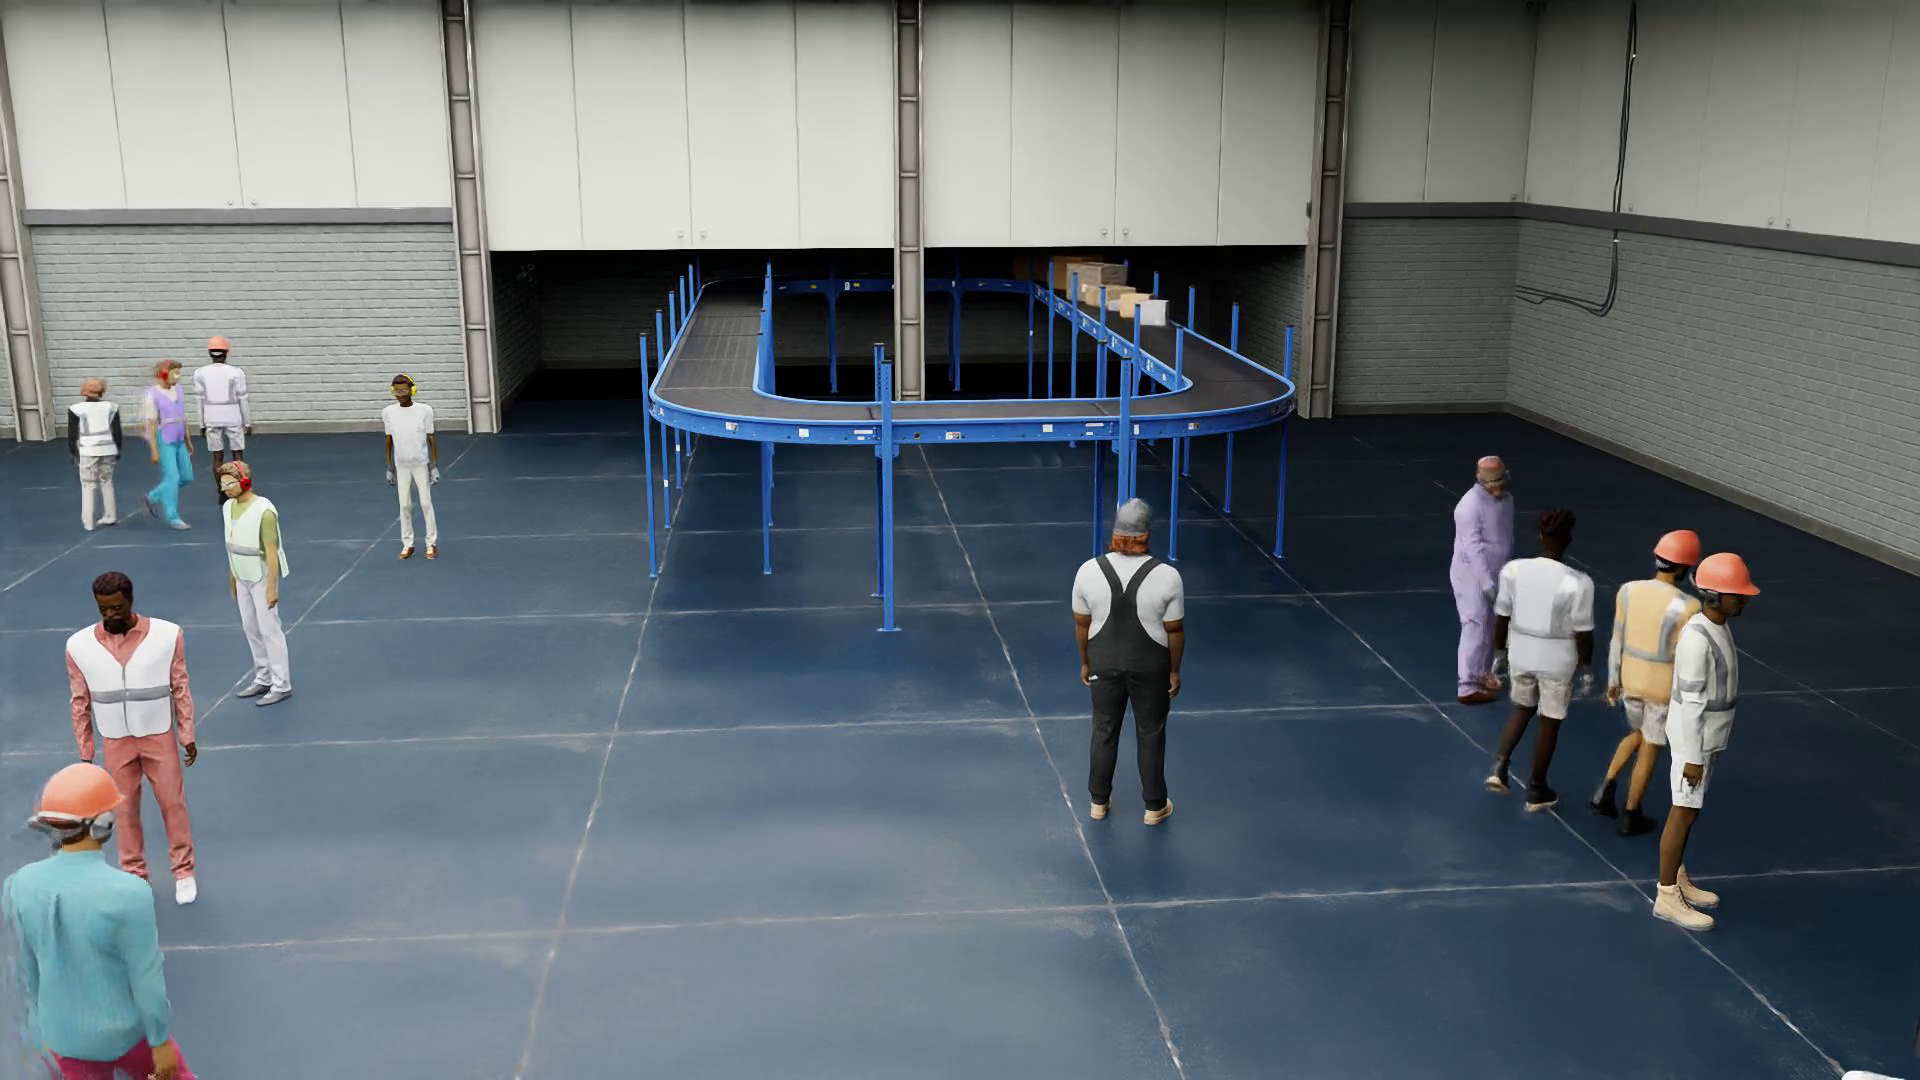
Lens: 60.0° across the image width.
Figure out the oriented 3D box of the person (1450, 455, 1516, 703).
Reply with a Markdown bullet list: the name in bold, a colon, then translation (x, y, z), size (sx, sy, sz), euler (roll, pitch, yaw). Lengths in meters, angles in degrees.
- **person**: translation (3.928, 0.275, 12.403), size (0.453, 1.875, 0.678), euler (14, 19, 43)

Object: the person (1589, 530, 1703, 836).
- **person**: translation (4.160, 0.868, 9.958), size (0.421, 1.911, 0.551), euler (-8, 16, -28)

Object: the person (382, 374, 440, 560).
- **person**: translation (-5.403, -0.720, 16.417), size (0.517, 1.862, 0.326), euler (-1, 14, -4)

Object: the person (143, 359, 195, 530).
- **person**: translation (-8.456, -1.017, 17.671), size (0.561, 1.816, 0.644), euler (1, 14, 3)

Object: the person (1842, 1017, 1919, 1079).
- **person**: translation (2.755, 2.173, 4.797), size (0.355, 1.879, 0.566), euler (-11, 18, -38)

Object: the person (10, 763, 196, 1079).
- **person**: translation (-3.161, 1.776, 6.167), size (0.638, 1.977, 0.448), euler (4, 15, 16)

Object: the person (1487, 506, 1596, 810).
- **person**: translation (3.635, 0.745, 10.346), size (0.403, 1.951, 0.620), euler (-11, 18, -38)

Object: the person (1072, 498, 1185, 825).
- **person**: translation (1.054, 0.734, 10.219), size (0.683, 2.000, 0.537), euler (5, 15, 17)

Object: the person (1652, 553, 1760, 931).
- **person**: translation (3.987, 1.059, 8.913), size (0.375, 2.044, 0.605), euler (8, 16, 30)

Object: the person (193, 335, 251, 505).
- **person**: translation (-8.337, -1.354, 18.832), size (0.549, 1.923, 0.414), euler (-3, 14, -10)

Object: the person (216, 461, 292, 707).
- **person**: translation (-5.234, 0.306, 12.364), size (0.576, 1.830, 0.407), euler (10, 17, 34)

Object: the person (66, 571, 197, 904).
- **person**: translation (-4.512, 1.080, 9.110), size (0.599, 1.909, 0.399), euler (-5, 15, -19)

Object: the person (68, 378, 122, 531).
- **person**: translation (-9.177, -0.917, 17.699), size (0.527, 1.611, 0.356), euler (-13, 19, -41)
